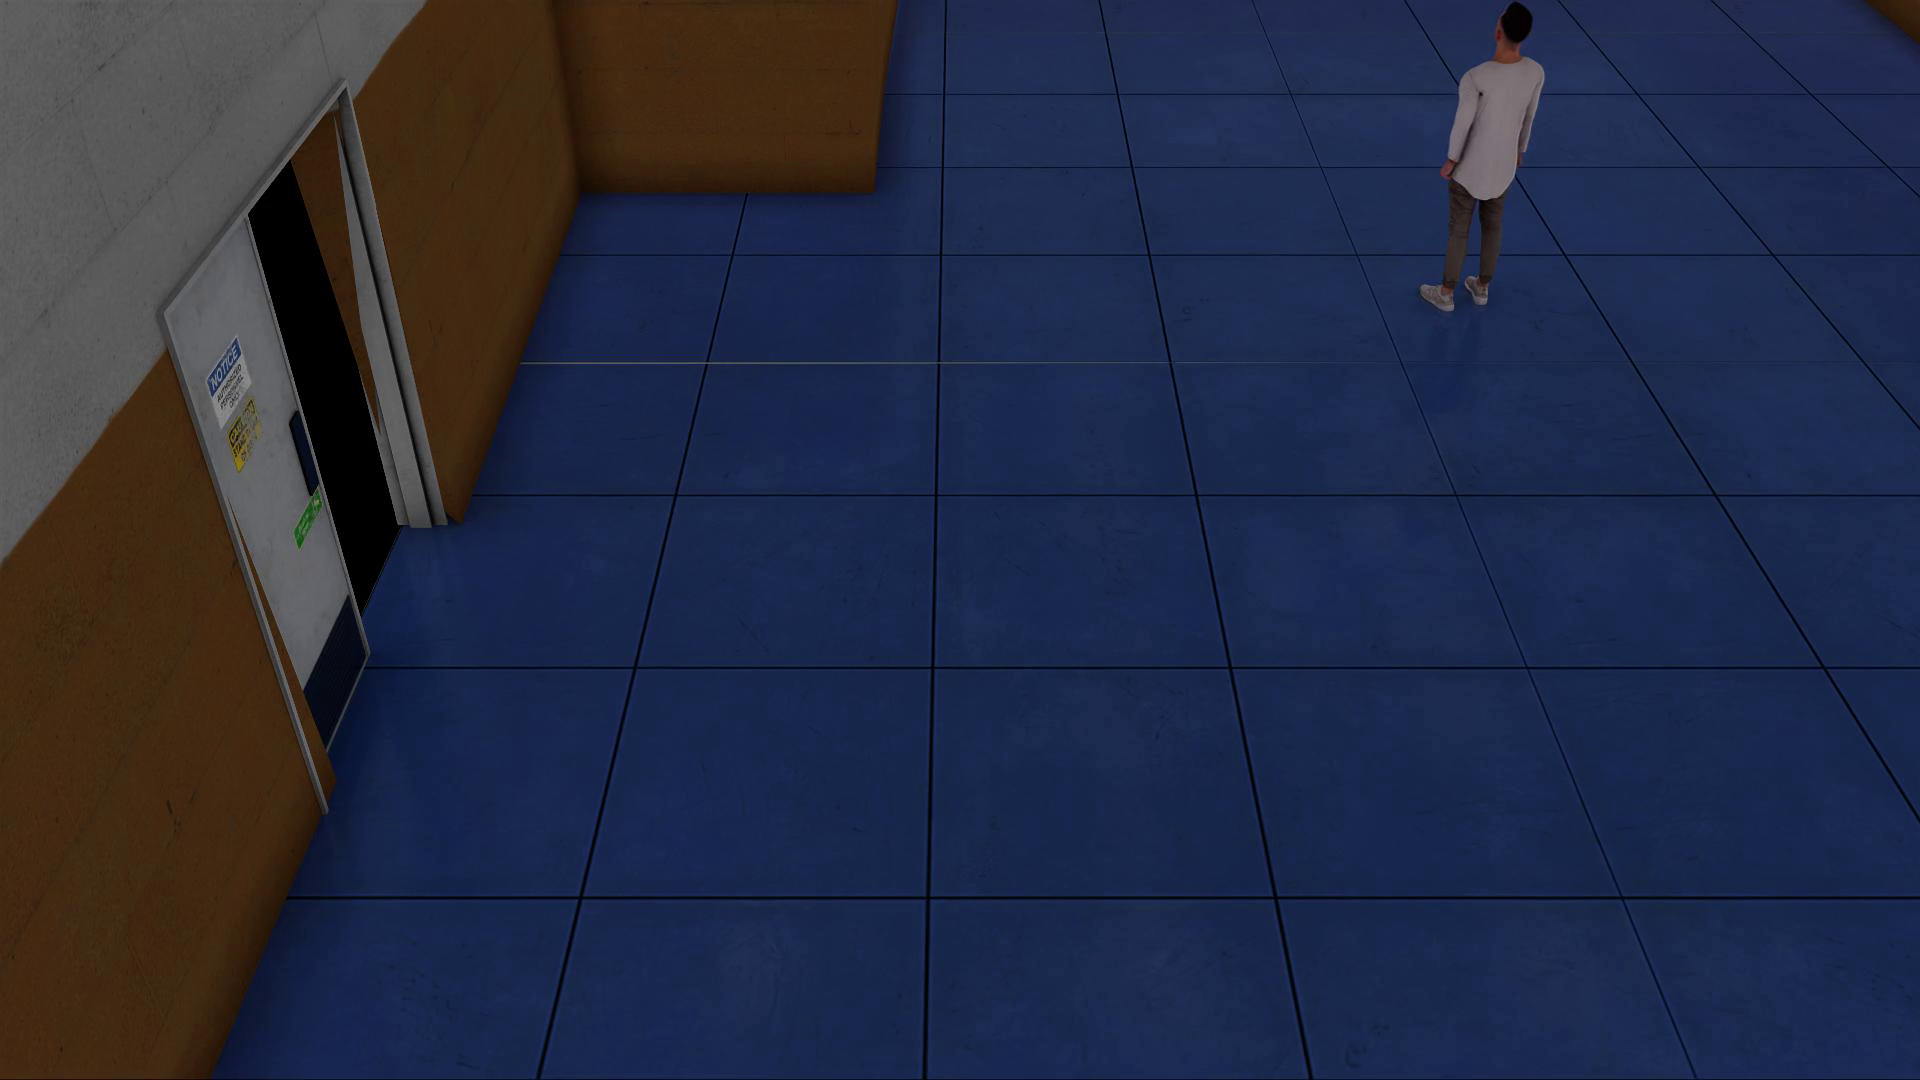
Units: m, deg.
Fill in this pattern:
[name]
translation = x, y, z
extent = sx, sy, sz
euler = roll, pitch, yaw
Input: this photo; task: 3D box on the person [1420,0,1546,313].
[person]
translation = 3.040, -2.198, 9.605
extent = 0.608, 1.841, 0.789
euler = -10, 38, -13
